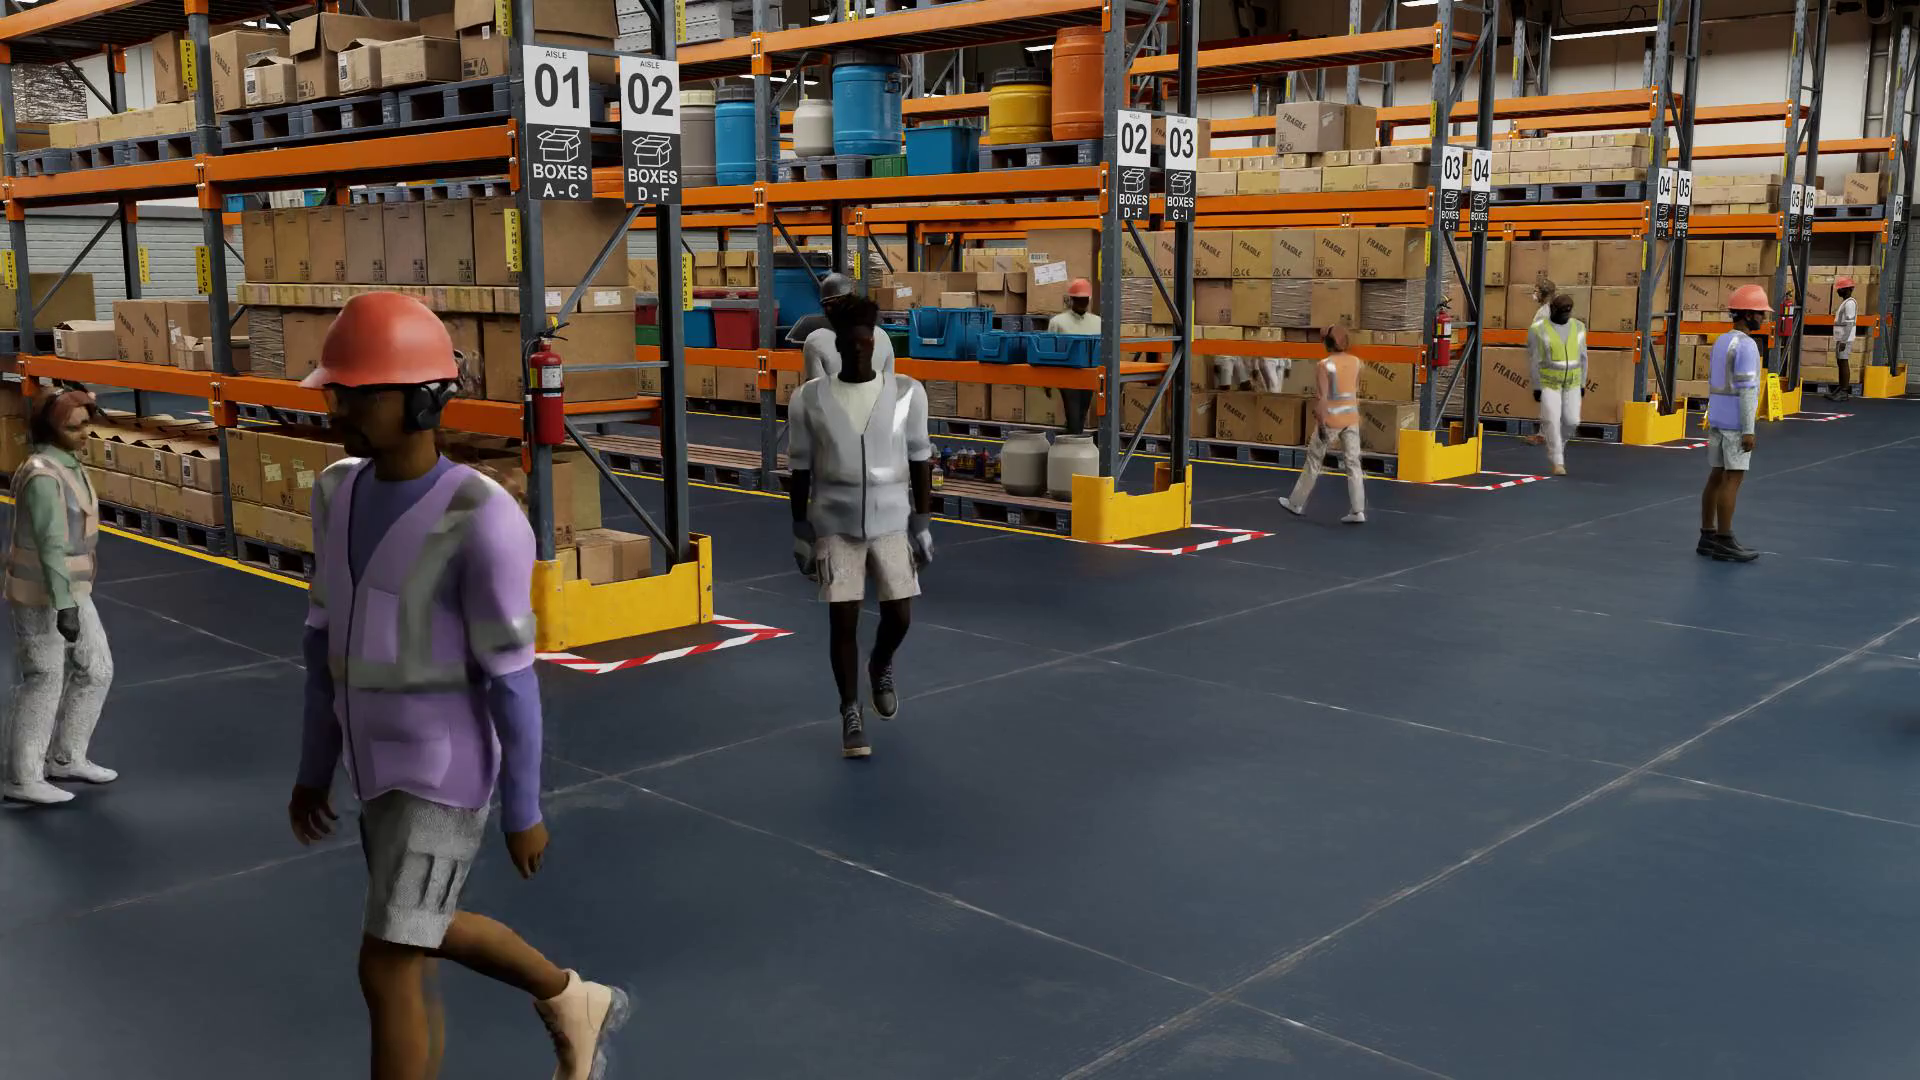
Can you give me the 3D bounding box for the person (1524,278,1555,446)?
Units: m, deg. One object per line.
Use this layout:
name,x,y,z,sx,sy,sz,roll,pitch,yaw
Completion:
person,6.838,-2.081,19.457,0.354,1.936,0.636,4,10,25

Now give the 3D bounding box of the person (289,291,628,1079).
person,-1.110,0.468,3.625,0.607,2.019,0.945,7,12,39

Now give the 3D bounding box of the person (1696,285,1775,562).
person,5.520,-0.833,11.808,0.373,1.934,0.551,0,9,2

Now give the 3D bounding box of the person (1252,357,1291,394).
person,3.681,-2.111,19.905,0.588,1.861,0.831,-7,12,-37

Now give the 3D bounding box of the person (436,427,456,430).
person,-4.222,-1.069,13.609,0.575,1.828,0.628,-8,12,-40

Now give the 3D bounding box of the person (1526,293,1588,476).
person,5.975,-1.567,16.700,0.638,1.813,0.538,-1,9,-3

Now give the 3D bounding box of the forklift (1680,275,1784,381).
forklift,12.480,-3.427,27.053,1.214,2.155,2.313,9,13,43

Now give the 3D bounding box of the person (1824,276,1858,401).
person,13.814,-3.155,26.040,0.355,1.938,0.544,3,10,19

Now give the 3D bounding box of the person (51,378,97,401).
person,-12.511,-2.578,23.288,0.539,1.676,0.566,6,11,32

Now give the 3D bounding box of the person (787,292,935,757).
person,-0.424,-0.075,7.099,0.626,1.955,0.531,-1,9,-8

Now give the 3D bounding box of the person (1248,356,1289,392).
person,3.914,-2.145,20.837,0.518,1.595,0.796,-5,11,-29

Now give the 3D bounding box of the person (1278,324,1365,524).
person,3.002,-0.944,13.525,0.521,1.599,0.821,-5,11,-30

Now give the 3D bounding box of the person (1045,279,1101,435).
person,1.210,-1.599,16.473,0.649,1.939,1.006,-3,10,-17

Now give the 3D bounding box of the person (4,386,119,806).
person,-3.461,0.222,6.317,0.490,1.610,0.532,-2,9,-12

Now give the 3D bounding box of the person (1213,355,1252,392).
person,3.225,-2.181,19.798,0.645,2.023,0.440,-8,12,-42

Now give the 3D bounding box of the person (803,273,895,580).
person,-0.800,-0.739,11.043,0.673,2.000,0.535,-7,12,-38

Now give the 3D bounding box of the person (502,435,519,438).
person,-3.832,-1.248,14.753,0.719,1.809,0.604,7,12,38

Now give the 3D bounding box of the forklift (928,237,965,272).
forklift,-0.326,-5.817,39.609,1.129,2.768,1.873,9,13,43
